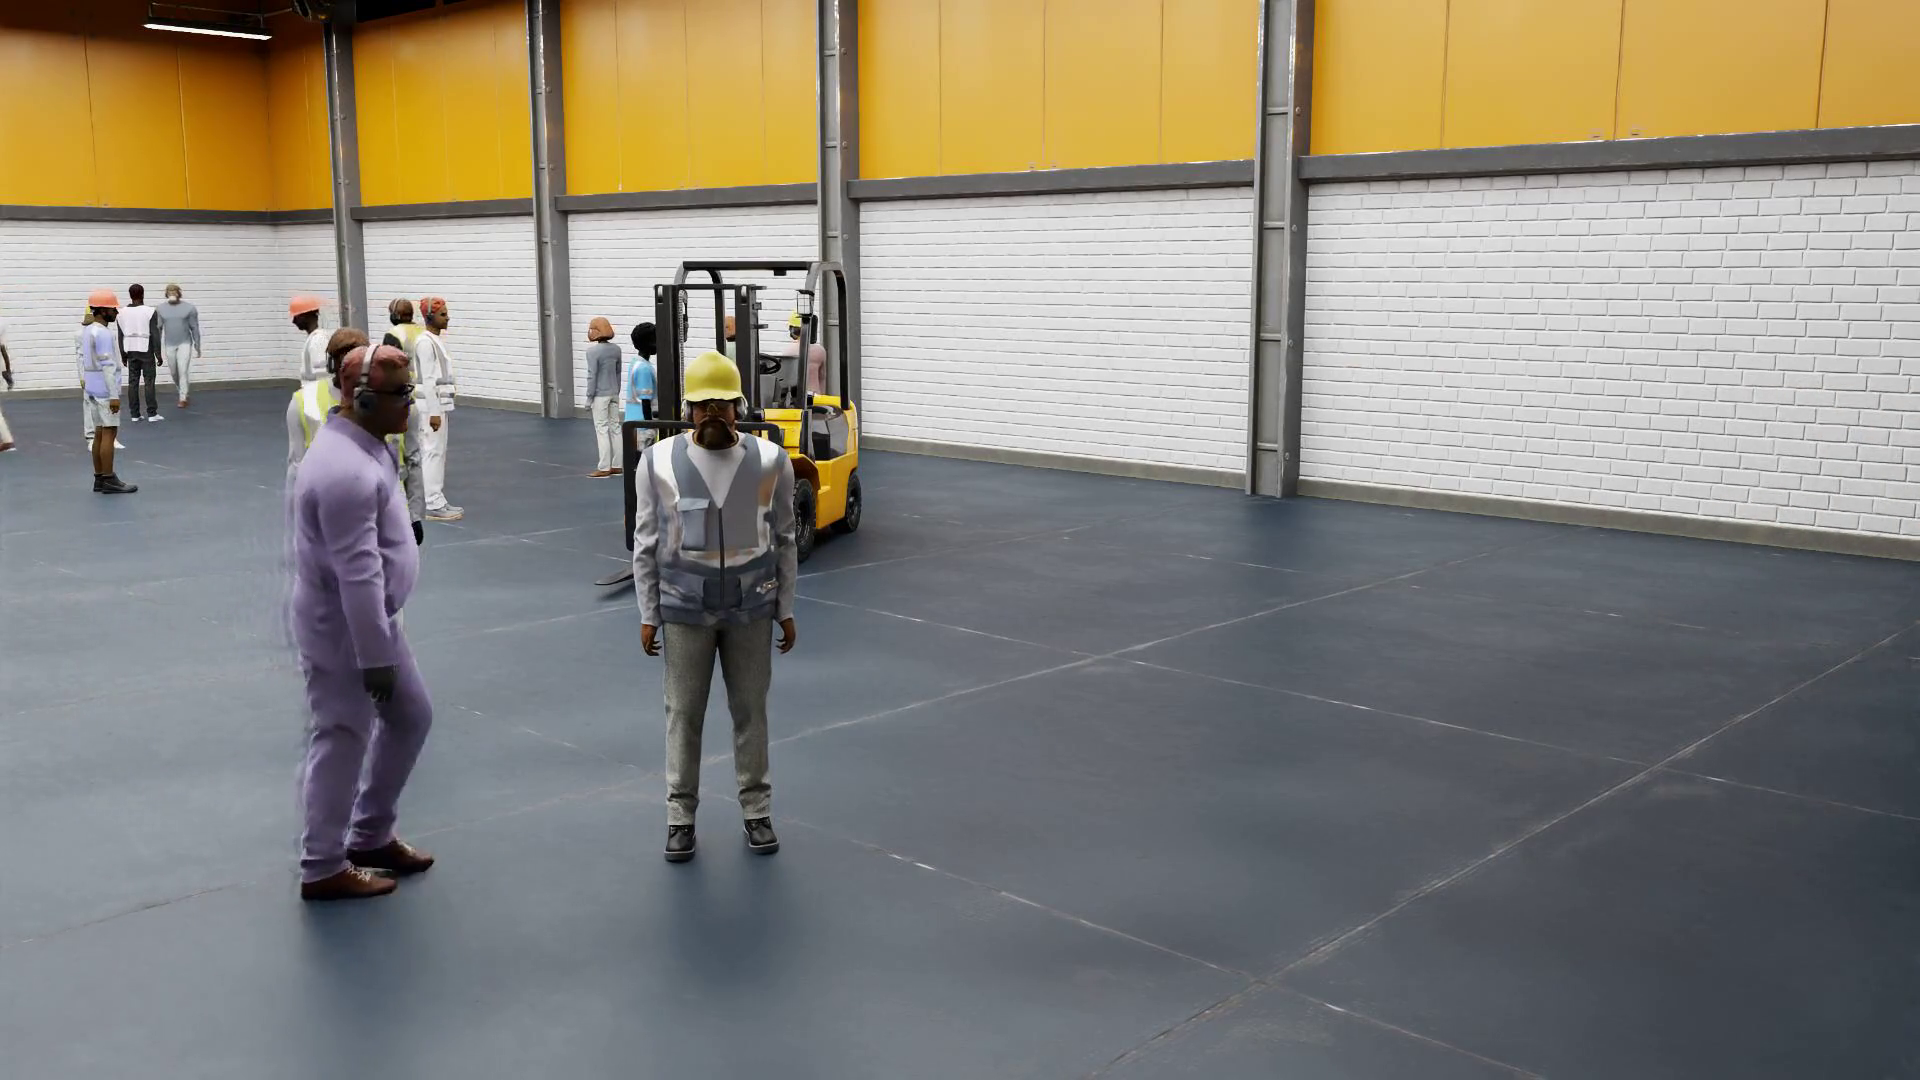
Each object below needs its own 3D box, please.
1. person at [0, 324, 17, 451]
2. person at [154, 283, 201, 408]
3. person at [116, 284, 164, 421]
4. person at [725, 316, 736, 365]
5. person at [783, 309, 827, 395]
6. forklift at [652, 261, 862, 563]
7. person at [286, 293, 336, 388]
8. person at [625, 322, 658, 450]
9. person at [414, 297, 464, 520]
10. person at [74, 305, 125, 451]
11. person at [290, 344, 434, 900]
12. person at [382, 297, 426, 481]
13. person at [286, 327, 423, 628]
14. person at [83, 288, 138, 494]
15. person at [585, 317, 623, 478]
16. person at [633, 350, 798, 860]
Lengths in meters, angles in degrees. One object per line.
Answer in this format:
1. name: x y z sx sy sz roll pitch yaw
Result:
1. person: -11.391 -1.933 19.404 0.984 1.800 0.546 4 10 25
2. person: -12.048 -3.000 25.638 0.646 1.914 0.791 -2 9 -13
3. person: -11.430 -2.602 23.178 0.587 1.911 0.397 0 9 3
4. person: -2.362 -1.496 17.227 0.279 1.632 0.507 5 11 29
5. person: -1.396 -1.176 14.856 0.302 1.772 0.522 7 12 37
6. forklift: -1.552 -1.040 12.721 1.214 2.155 2.313 2 9 11
7. person: -5.702 -1.272 15.033 0.658 1.908 0.543 -4 10 -22
8. person: -2.543 -0.910 13.434 0.318 1.698 0.539 -3 10 -17
9. person: -4.435 -1.106 14.094 0.337 1.881 0.591 -2 9 -11
10. person: -10.051 -1.912 19.445 0.305 1.742 0.493 6 11 34
11. person: -1.991 0.288 5.552 0.553 1.874 0.684 -2 10 -13
12. person: -5.433 -1.453 16.336 0.429 1.842 0.633 3 10 17
13. person: -2.913 -0.104 8.064 0.622 1.844 0.429 -4 10 -25
14. person: -8.065 -1.406 15.751 0.376 1.935 0.550 -8 12 -41
15. person: -3.623 -1.446 16.915 0.285 1.636 0.500 5 10 26
16. person: -0.873 0.237 5.998 0.591 1.833 0.403 -2 10 -14
